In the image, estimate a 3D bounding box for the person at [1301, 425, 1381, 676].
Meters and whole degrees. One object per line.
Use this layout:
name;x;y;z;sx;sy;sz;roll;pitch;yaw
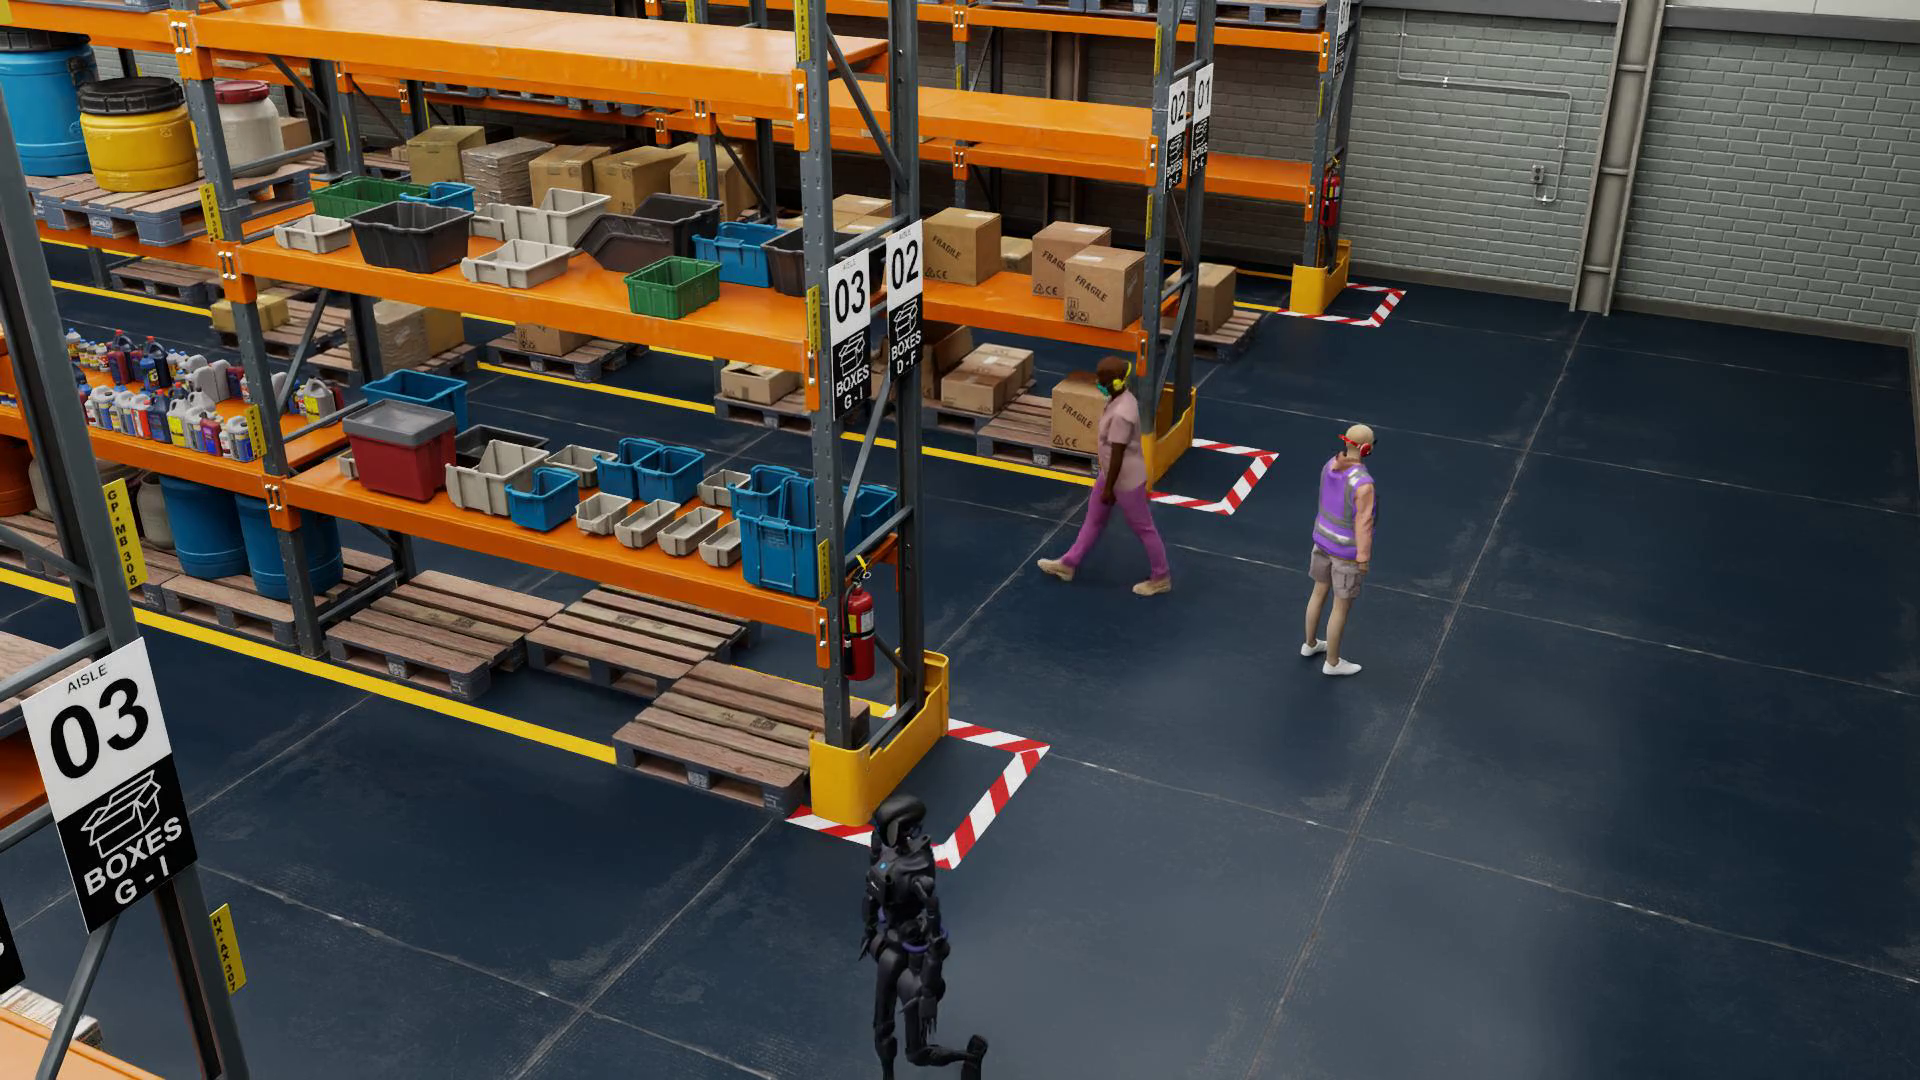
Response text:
person;2.429;0.059;10.586;0.349;1.688;0.489;-11;28;-21

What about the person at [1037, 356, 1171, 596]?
person;1.042;-0.442;11.537;1.003;1.732;0.574;0;26;0

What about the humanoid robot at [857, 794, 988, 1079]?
humanoid robot;-0.184;1.759;7.161;0.589;1.637;0.614;-16;30;-29
